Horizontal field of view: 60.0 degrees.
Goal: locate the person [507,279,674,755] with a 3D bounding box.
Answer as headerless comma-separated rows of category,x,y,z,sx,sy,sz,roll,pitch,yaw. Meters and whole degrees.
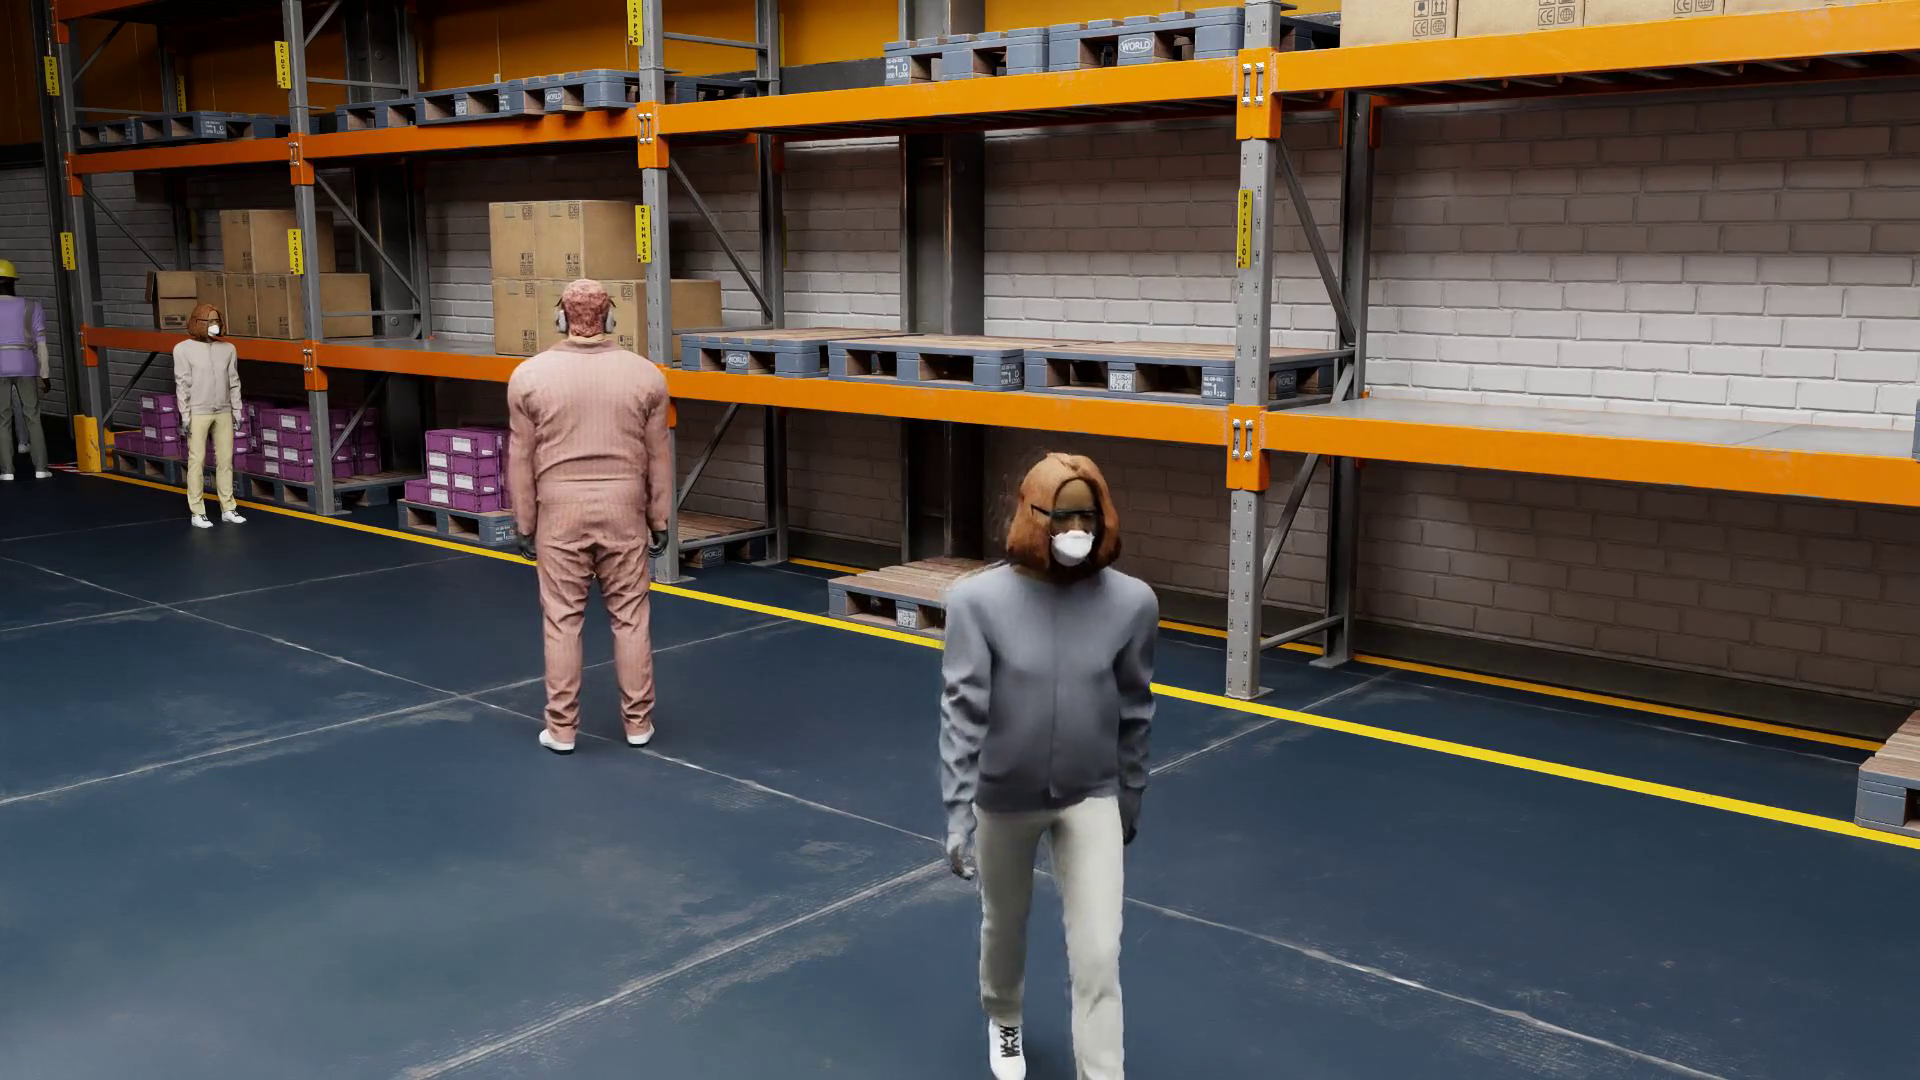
person,-1.483,-0.093,6.724,0.646,1.901,0.397,-3,10,-18

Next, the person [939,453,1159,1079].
person,0.197,0.586,3.751,0.508,1.582,0.877,-1,10,-7

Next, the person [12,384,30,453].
person,-9.455,-1.773,16.359,0.517,1.873,0.334,-3,10,-18

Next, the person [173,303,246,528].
person,-5.465,-0.907,12.127,0.277,1.629,0.497,7,12,34

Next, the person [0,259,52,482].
person,-8.239,-1.464,14.445,0.591,1.923,0.381,-6,11,-29
